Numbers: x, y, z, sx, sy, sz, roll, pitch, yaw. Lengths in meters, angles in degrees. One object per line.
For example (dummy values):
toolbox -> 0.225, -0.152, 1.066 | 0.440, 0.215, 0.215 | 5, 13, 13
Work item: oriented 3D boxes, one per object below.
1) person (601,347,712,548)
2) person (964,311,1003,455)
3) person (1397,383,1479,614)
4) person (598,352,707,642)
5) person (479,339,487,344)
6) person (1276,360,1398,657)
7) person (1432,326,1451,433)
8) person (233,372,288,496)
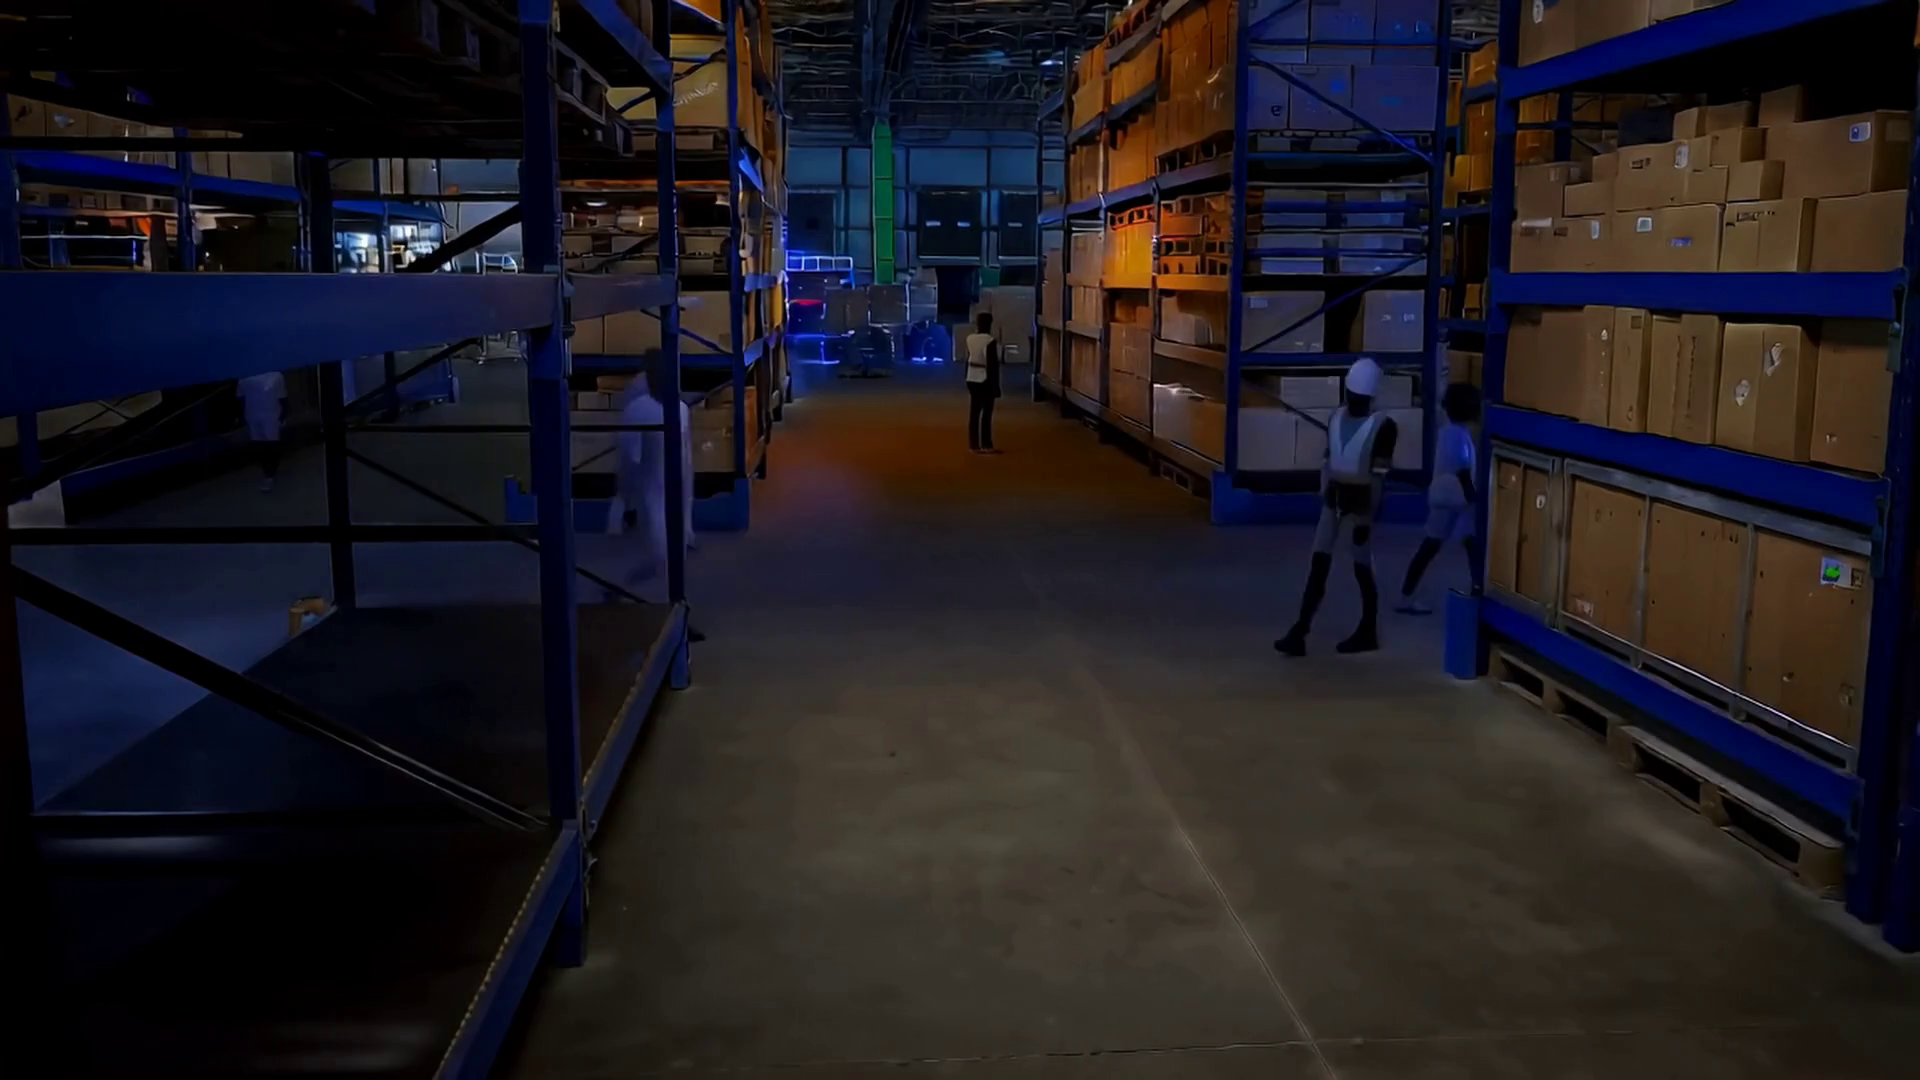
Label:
person -> -2.720, -0.797, 14.583 | 1.012, 1.781, 0.638 | 0, 9, 1
person -> 0.294, -2.101, 22.331 | 0.392, 1.920, 0.587 | -8, 12, -42
person -> 3.527, -0.277, 11.702 | 0.881, 1.647, 0.540 | 3, 10, 19
person -> -2.026, -0.278, 10.904 | 0.671, 1.918, 0.631 | 5, 10, 27
person -> -16.764, -7.762, 58.171 | 0.477, 1.828, 0.629 | 4, 10, 22
person -> 2.371, -0.171, 10.320 | 0.926, 1.883, 0.581 | -8, 12, -41
person -> 7.348, -2.455, 25.470 | 0.318, 1.630, 0.513 | 5, 10, 27
person -> -7.714, -1.336, 18.378 | 0.540, 1.649, 0.892 | 0, 9, -1
